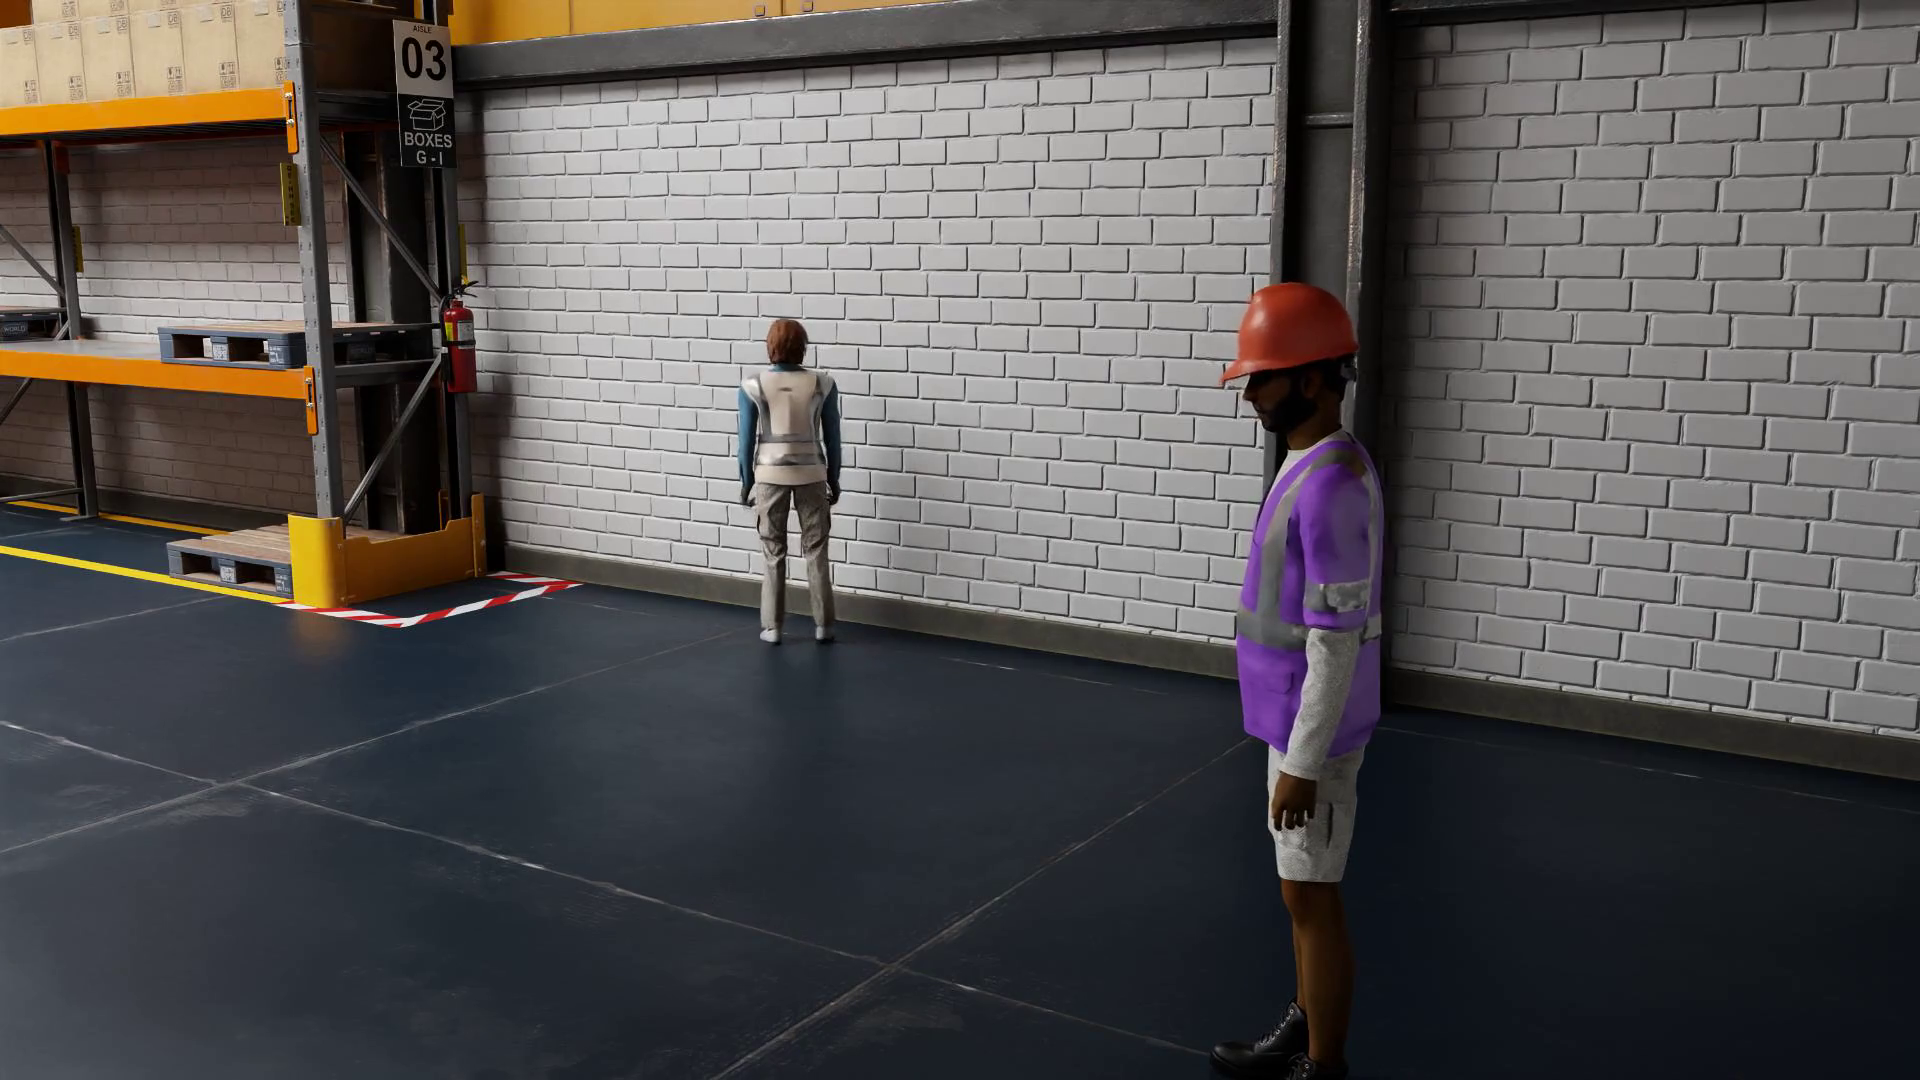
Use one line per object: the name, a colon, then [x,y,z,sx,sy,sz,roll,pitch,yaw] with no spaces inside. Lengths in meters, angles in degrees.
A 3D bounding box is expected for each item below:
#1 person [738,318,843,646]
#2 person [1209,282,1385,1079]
person: [-0.843,-0.282,8.313,0.522,1.638,0.311,-2,10,-9]
person: [0.747,0.398,3.728,0.370,1.932,0.543,1,10,8]
